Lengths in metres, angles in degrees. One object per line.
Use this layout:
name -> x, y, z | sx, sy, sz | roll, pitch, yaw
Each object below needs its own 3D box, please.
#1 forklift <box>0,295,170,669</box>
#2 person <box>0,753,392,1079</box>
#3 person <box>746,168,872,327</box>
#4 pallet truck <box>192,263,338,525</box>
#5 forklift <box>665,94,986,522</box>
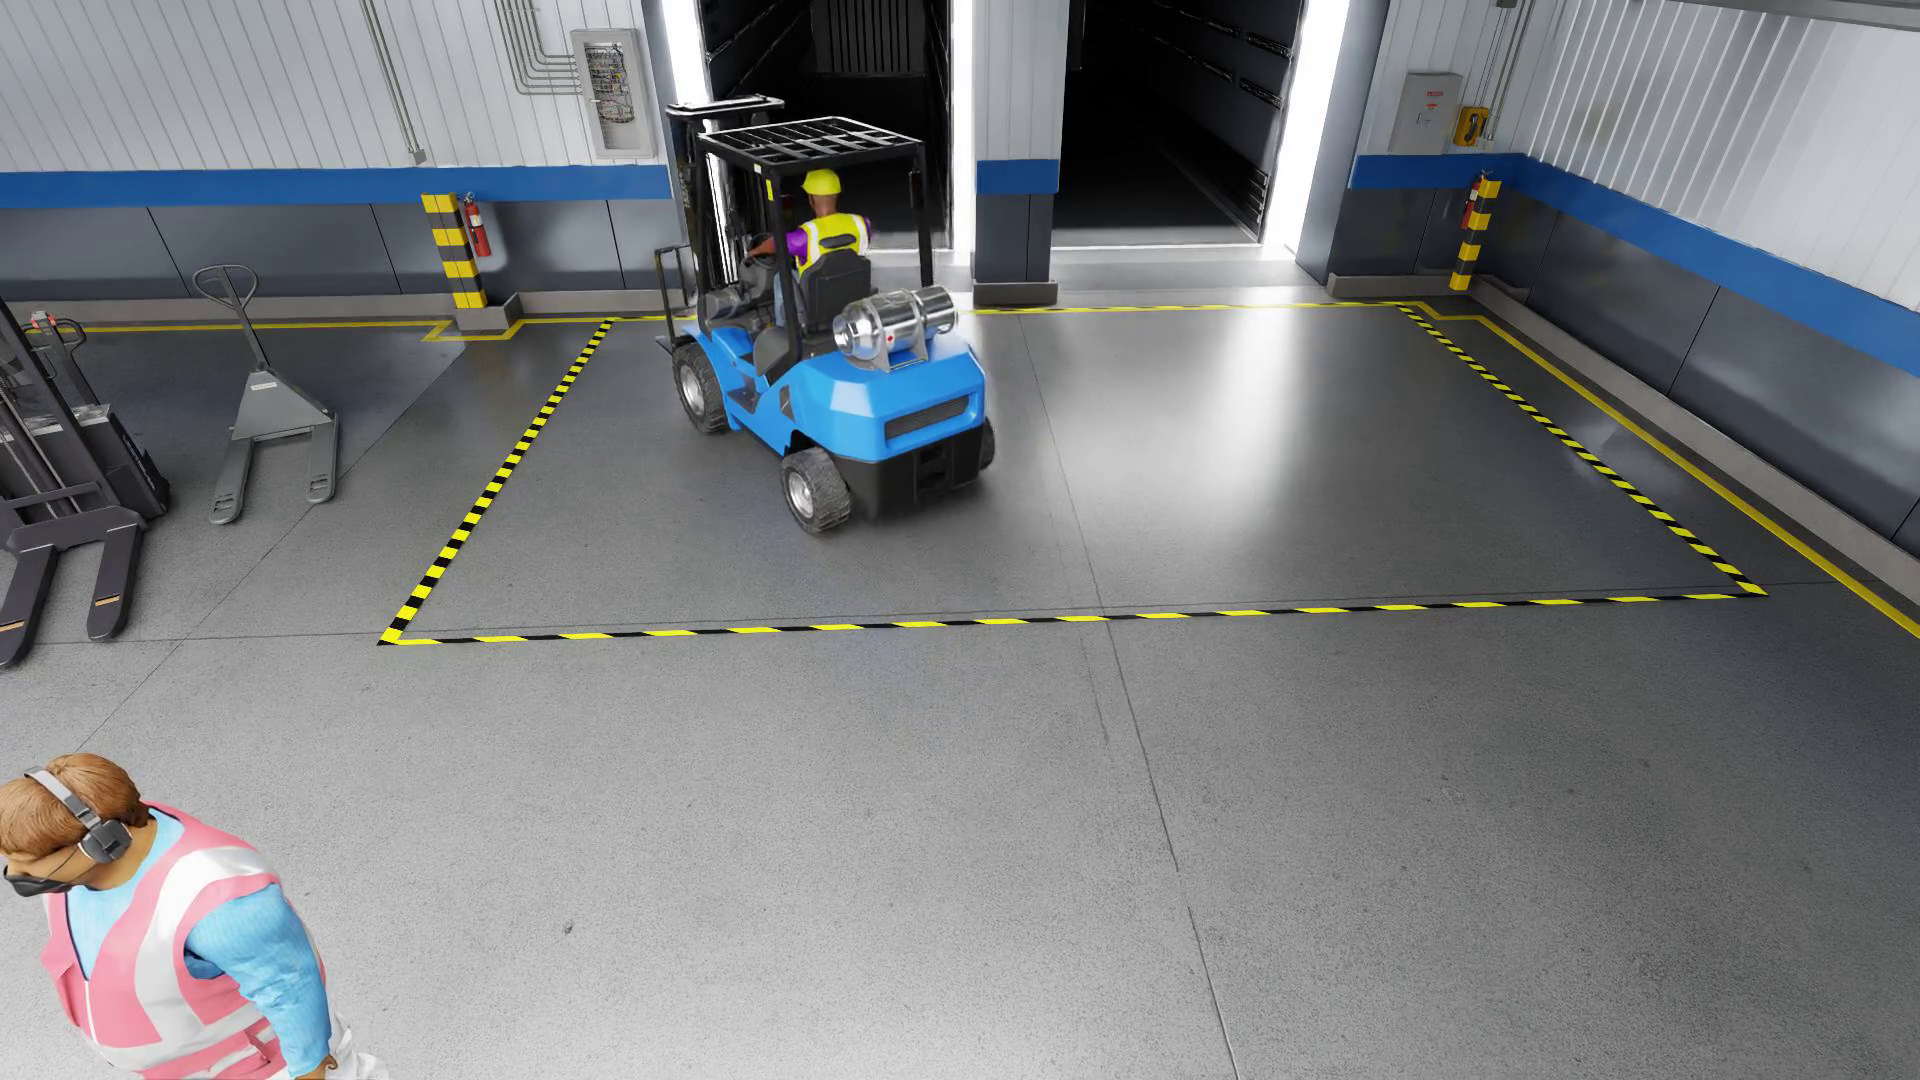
forklift -> -5.212, -0.618, 4.878 | 0.823, 1.965, 1.885 | -20, 39, -26
person -> -1.860, 1.232, 2.356 | 0.626, 1.844, 0.429 | 12, 37, 16
person -> -0.998, -1.814, 5.959 | 0.635, 1.293, 1.004 | -23, 41, -30
pallet truck -> -4.778, -1.027, 6.128 | 0.680, 1.201, 1.601 | -17, 38, -23
forklift -> -0.968, -1.631, 6.023 | 1.157, 2.036, 2.680 | -23, 41, -30
